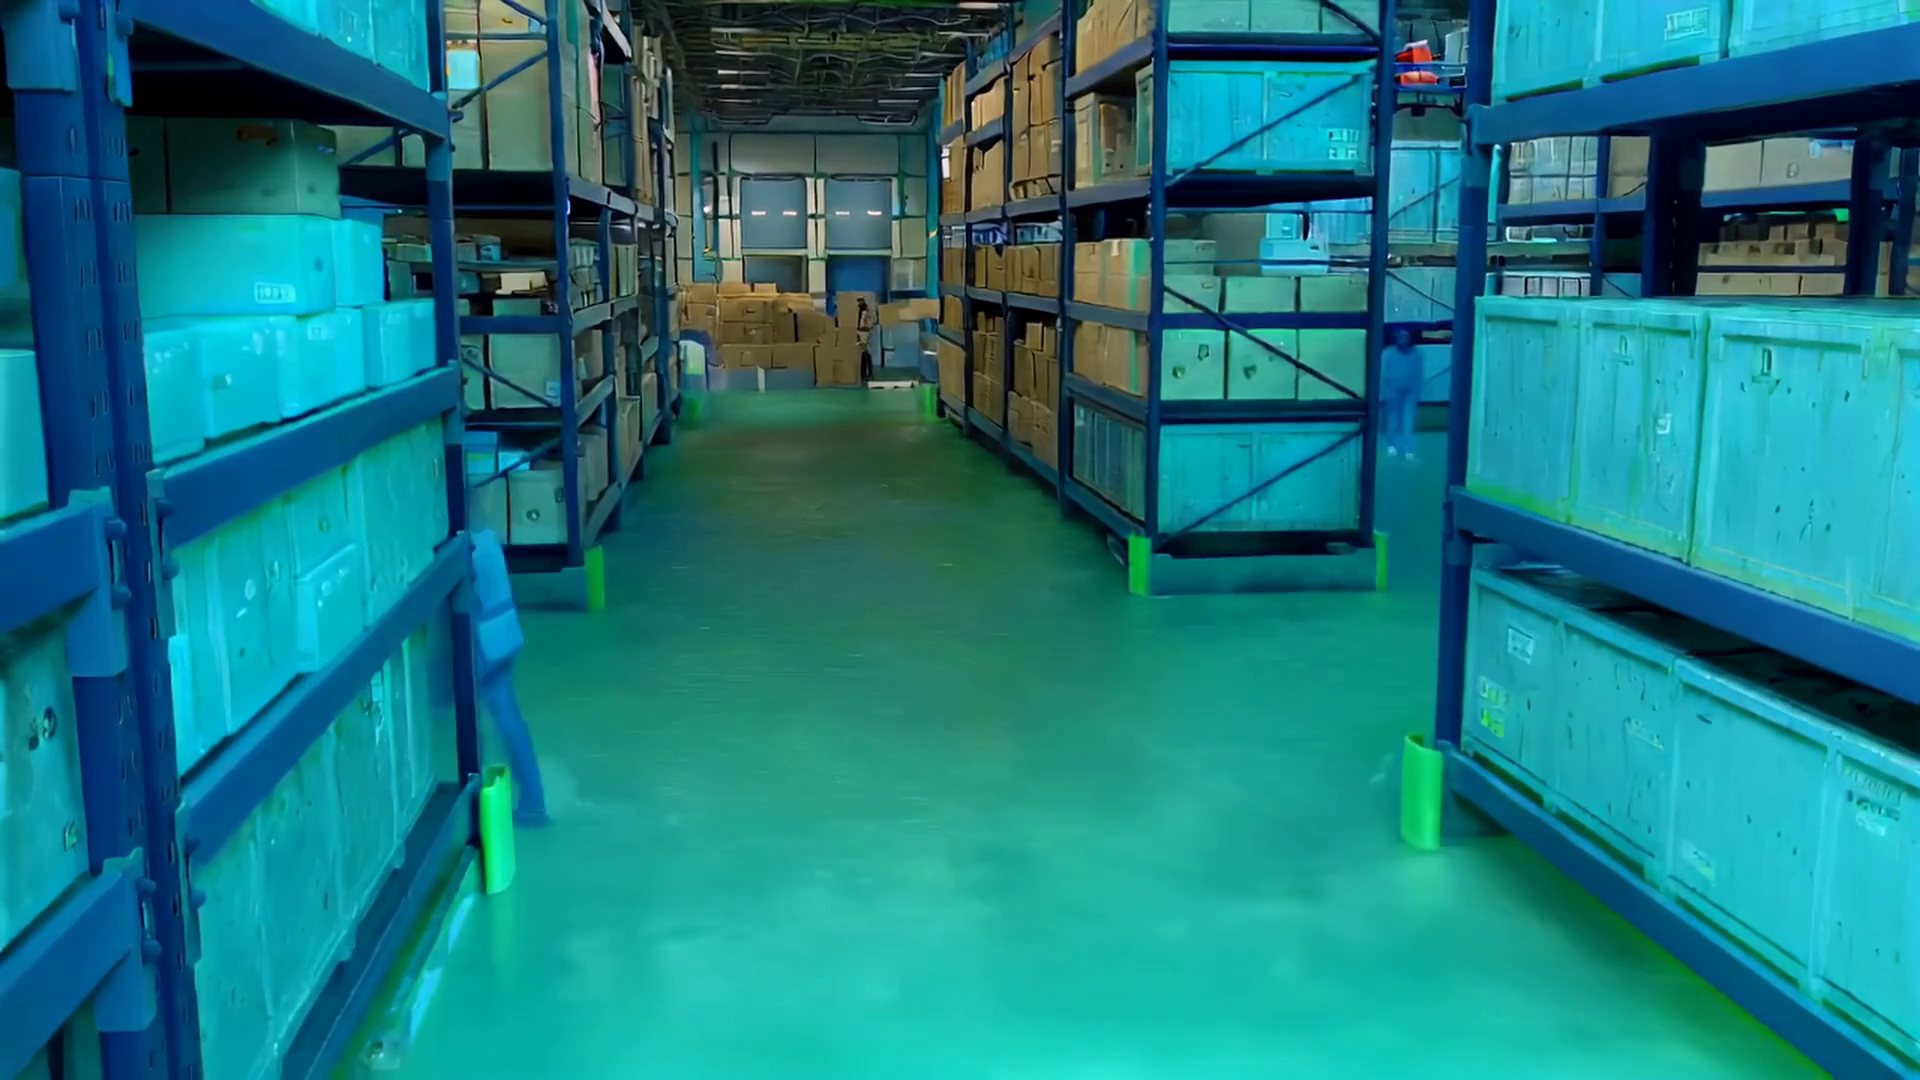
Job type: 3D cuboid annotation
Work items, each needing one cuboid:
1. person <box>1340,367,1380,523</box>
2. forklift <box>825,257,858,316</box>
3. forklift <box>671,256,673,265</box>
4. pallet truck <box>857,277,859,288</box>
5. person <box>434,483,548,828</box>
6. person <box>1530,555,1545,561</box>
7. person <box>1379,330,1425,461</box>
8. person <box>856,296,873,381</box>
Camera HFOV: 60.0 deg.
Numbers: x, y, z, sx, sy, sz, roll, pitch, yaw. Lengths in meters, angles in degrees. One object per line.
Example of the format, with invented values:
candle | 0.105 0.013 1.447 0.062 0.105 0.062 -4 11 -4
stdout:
person | 4.335 -1.037 18.060 0.320 1.692 0.529 -8 12 -38
forklift | -3.425 -6.810 48.214 1.129 2.768 1.873 -3 10 -16
forklift | -10.987 -9.066 61.344 1.129 2.768 1.873 -1 10 -7
pallet truck | -3.782 -9.391 65.808 1.885 1.965 0.823 2 10 10
person | -2.513 0.581 8.307 0.902 1.799 0.617 1 10 7
person | 3.328 0.447 8.940 0.993 1.849 0.667 -3 10 -14
person | 6.269 -2.076 23.698 0.649 1.847 1.054 1 10 4
person | -2.207 -4.601 38.083 0.351 1.942 0.547 -7 12 -34
